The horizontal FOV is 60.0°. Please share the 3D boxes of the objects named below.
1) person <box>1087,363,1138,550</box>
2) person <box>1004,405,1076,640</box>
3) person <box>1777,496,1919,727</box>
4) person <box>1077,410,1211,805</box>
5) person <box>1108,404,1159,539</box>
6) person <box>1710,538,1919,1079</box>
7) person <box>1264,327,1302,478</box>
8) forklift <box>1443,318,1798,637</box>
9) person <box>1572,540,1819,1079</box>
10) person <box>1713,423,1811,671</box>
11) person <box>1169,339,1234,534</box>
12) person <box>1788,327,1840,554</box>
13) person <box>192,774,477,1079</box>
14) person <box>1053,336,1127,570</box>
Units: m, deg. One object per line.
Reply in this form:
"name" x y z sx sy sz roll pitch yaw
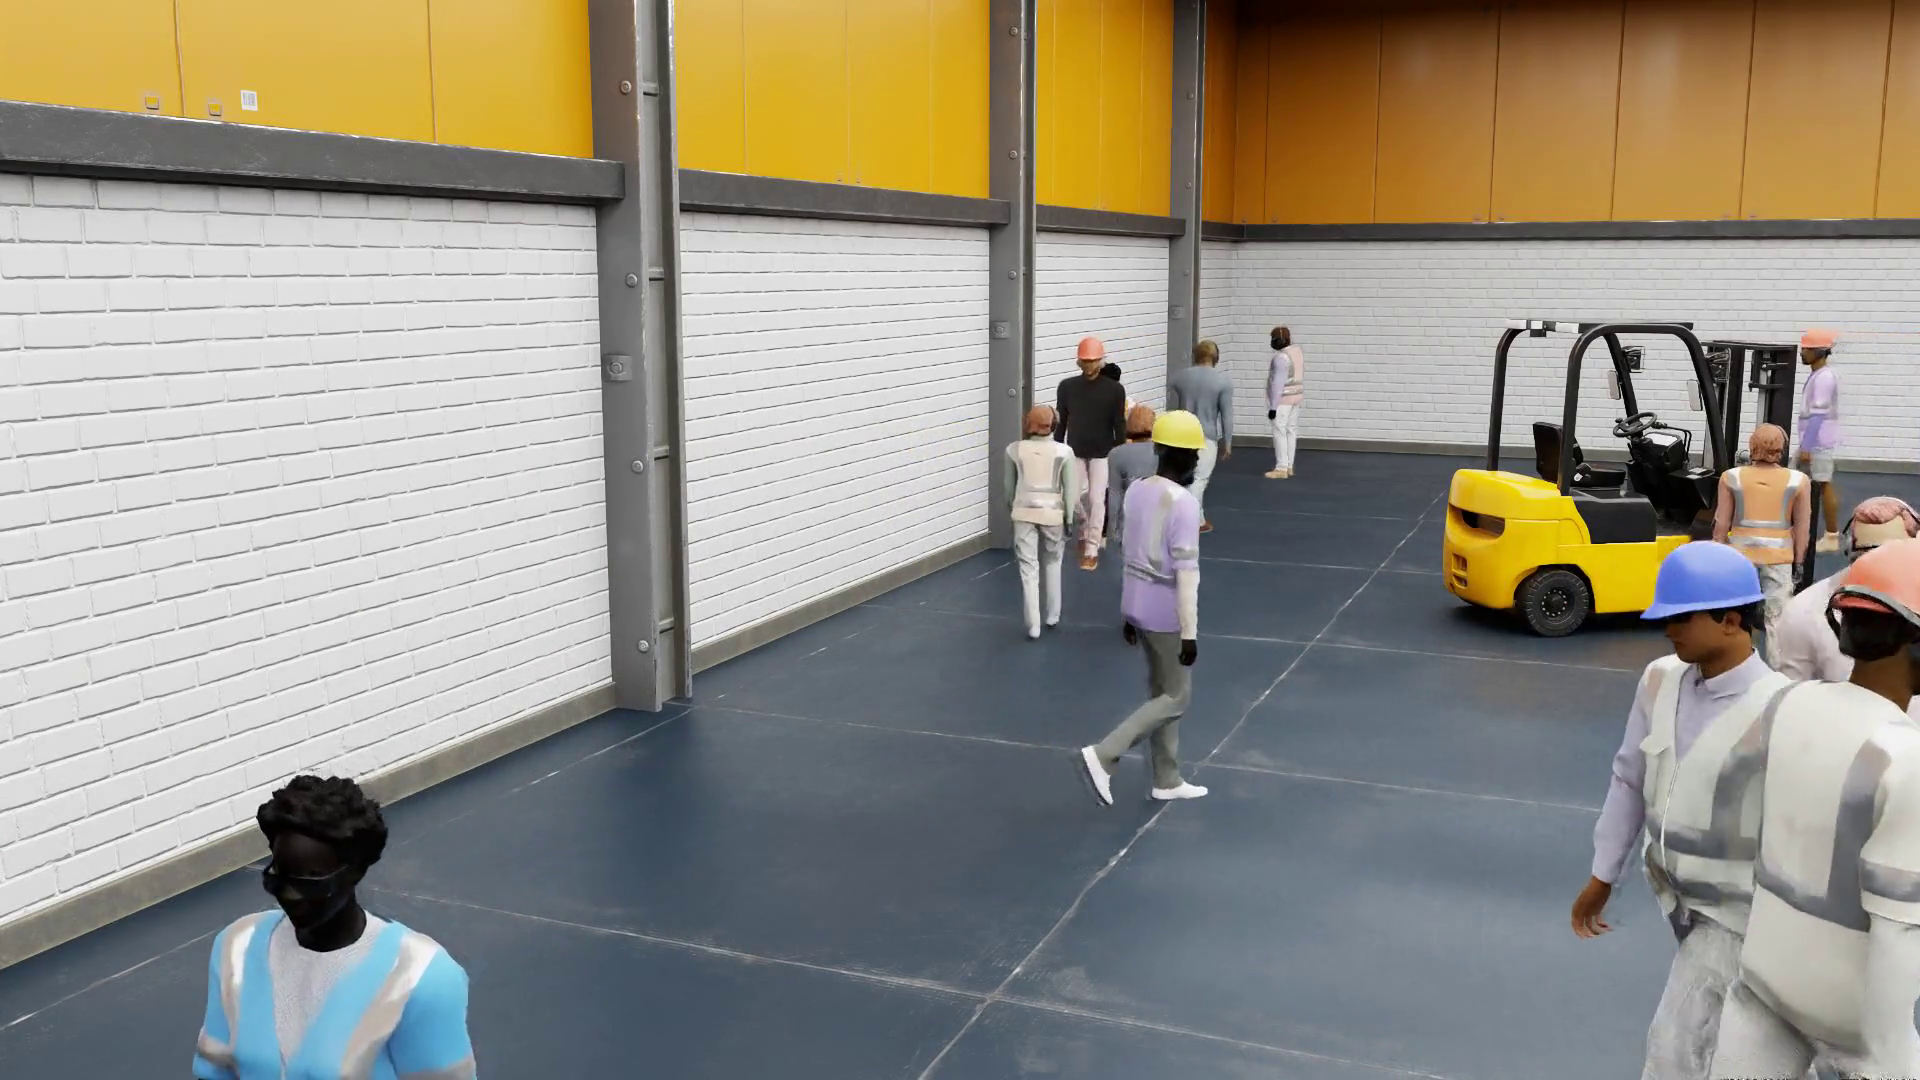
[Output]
"person" 1.366 -0.751 15.029 0.530 1.696 0.322 -3 10 -17
"person" 0.560 -0.142 11.592 0.507 1.606 0.737 1 9 7
"person" 2.982 0.764 5.419 0.627 1.856 1.008 2 10 13
"person" 0.882 0.342 7.805 0.655 1.904 0.614 -4 10 -22
"person" 1.261 -0.141 11.567 0.501 1.611 0.706 3 10 19
"person" 2.007 0.981 3.689 1.081 1.973 0.606 -2 9 -9
"person" 3.914 -1.661 20.189 0.430 1.824 0.657 6 11 32
"forklift" 4.706 -0.497 11.990 2.313 2.155 1.214 -2 10 -10
"person" 2.019 0.932 4.354 1.083 1.887 0.605 -2 10 -14
"person" 4.737 0.130 9.865 0.514 1.640 0.315 5 11 27
"person" 2.200 -0.933 15.608 0.647 1.895 0.924 7 12 36
"person" 7.465 -0.879 14.849 0.924 2.009 0.636 3 10 20
"person" -1.177 1.231 3.144 0.530 1.651 0.873 3 10 19
"person" 1.102 -0.739 14.101 0.640 1.976 0.498 3 10 17
